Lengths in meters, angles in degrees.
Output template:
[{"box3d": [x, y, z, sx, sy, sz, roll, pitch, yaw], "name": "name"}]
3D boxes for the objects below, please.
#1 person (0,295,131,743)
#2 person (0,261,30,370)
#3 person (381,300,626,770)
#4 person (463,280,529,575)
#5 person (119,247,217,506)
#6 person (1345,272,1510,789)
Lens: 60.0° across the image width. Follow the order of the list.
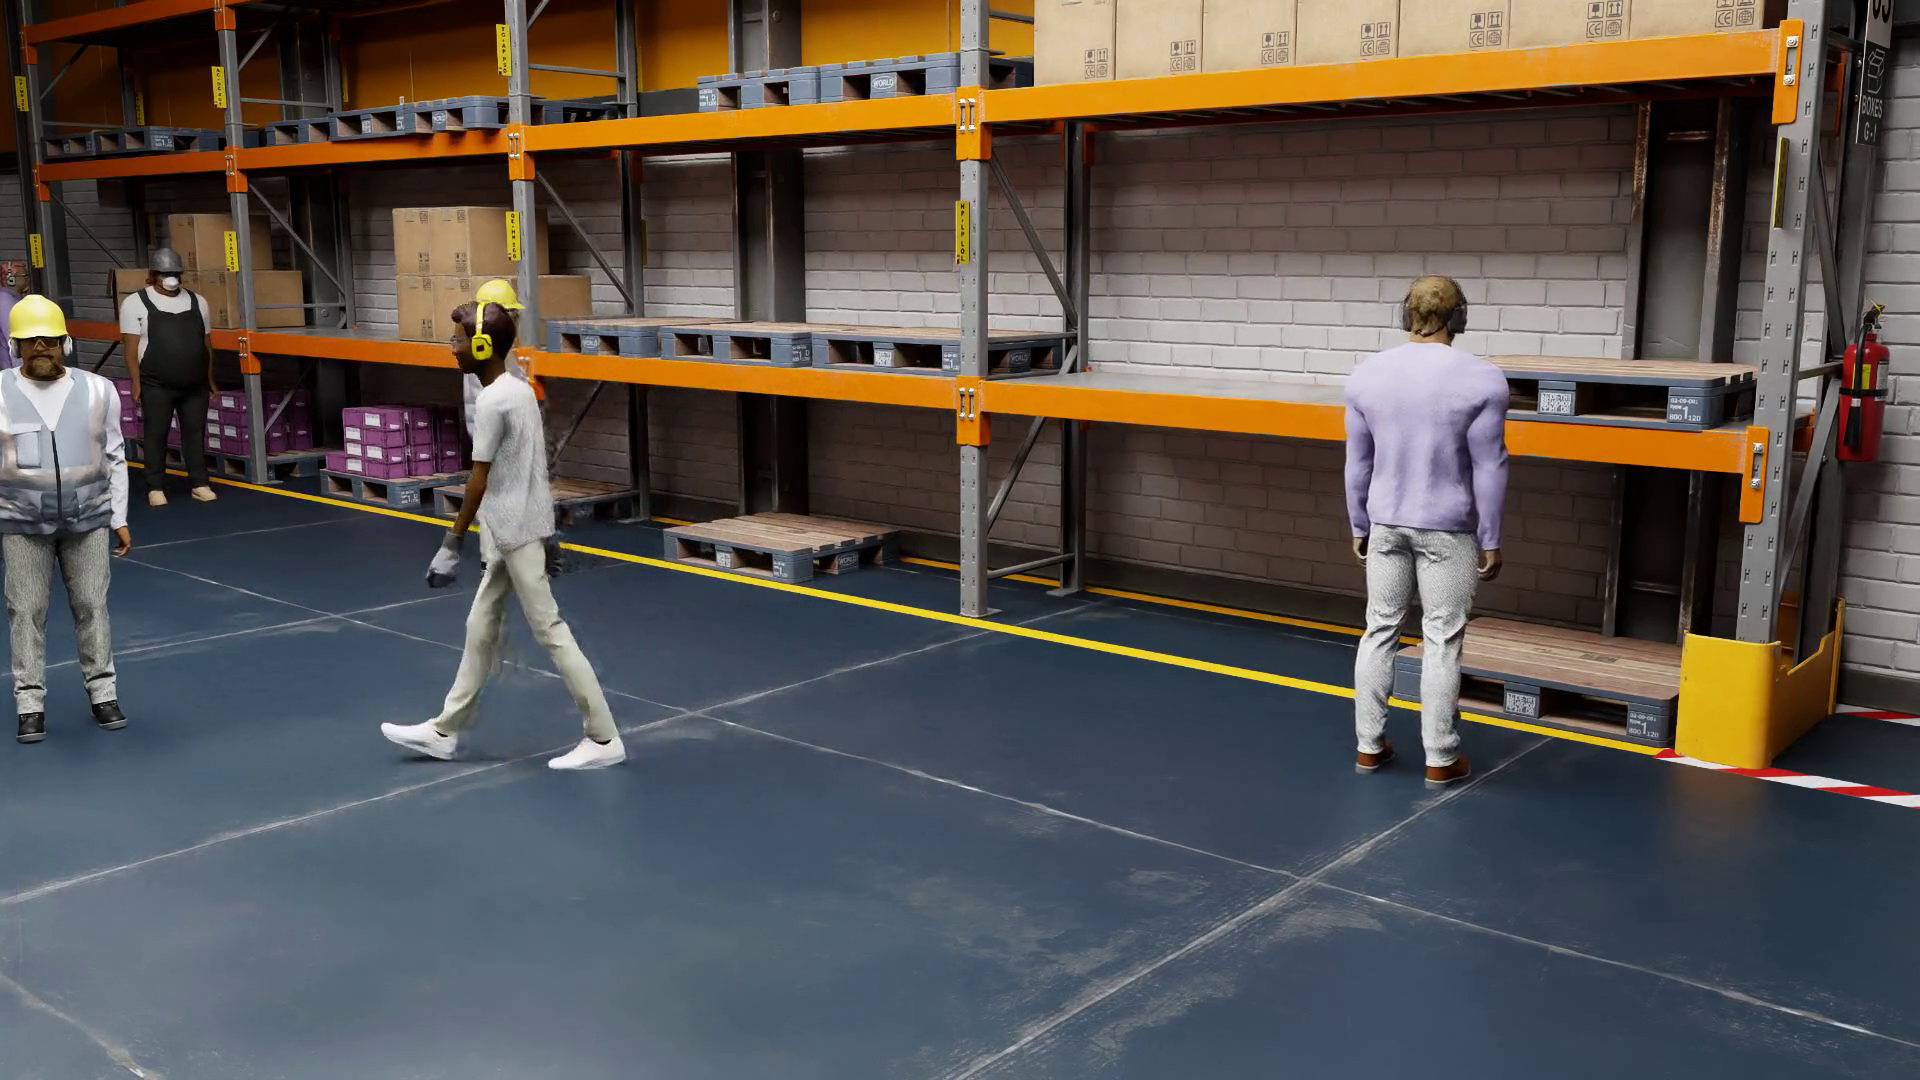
[{"box3d": [-3.750, -0.091, 6.890, 0.586, 1.833, 0.403, -7, 12, -35], "name": "person"}, {"box3d": [-8.567, -1.588, 15.207, 0.410, 1.909, 0.643, -5, 11, -27], "name": "person"}, {"box3d": [-1.769, 0.004, 6.394, 0.983, 1.821, 0.504, -1, 10, -7], "name": "person"}, {"box3d": [-2.804, -0.660, 10.132, 0.403, 1.830, 0.600, -3, 11, -19], "name": "person"}, {"box3d": [-6.209, -1.296, 13.160, 0.536, 2.000, 0.688, 10, 14, 44], "name": "person"}, {"box3d": [1.750, -0.034, 6.289, 0.631, 1.931, 0.360, 8, 12, 37], "name": "person"}]
